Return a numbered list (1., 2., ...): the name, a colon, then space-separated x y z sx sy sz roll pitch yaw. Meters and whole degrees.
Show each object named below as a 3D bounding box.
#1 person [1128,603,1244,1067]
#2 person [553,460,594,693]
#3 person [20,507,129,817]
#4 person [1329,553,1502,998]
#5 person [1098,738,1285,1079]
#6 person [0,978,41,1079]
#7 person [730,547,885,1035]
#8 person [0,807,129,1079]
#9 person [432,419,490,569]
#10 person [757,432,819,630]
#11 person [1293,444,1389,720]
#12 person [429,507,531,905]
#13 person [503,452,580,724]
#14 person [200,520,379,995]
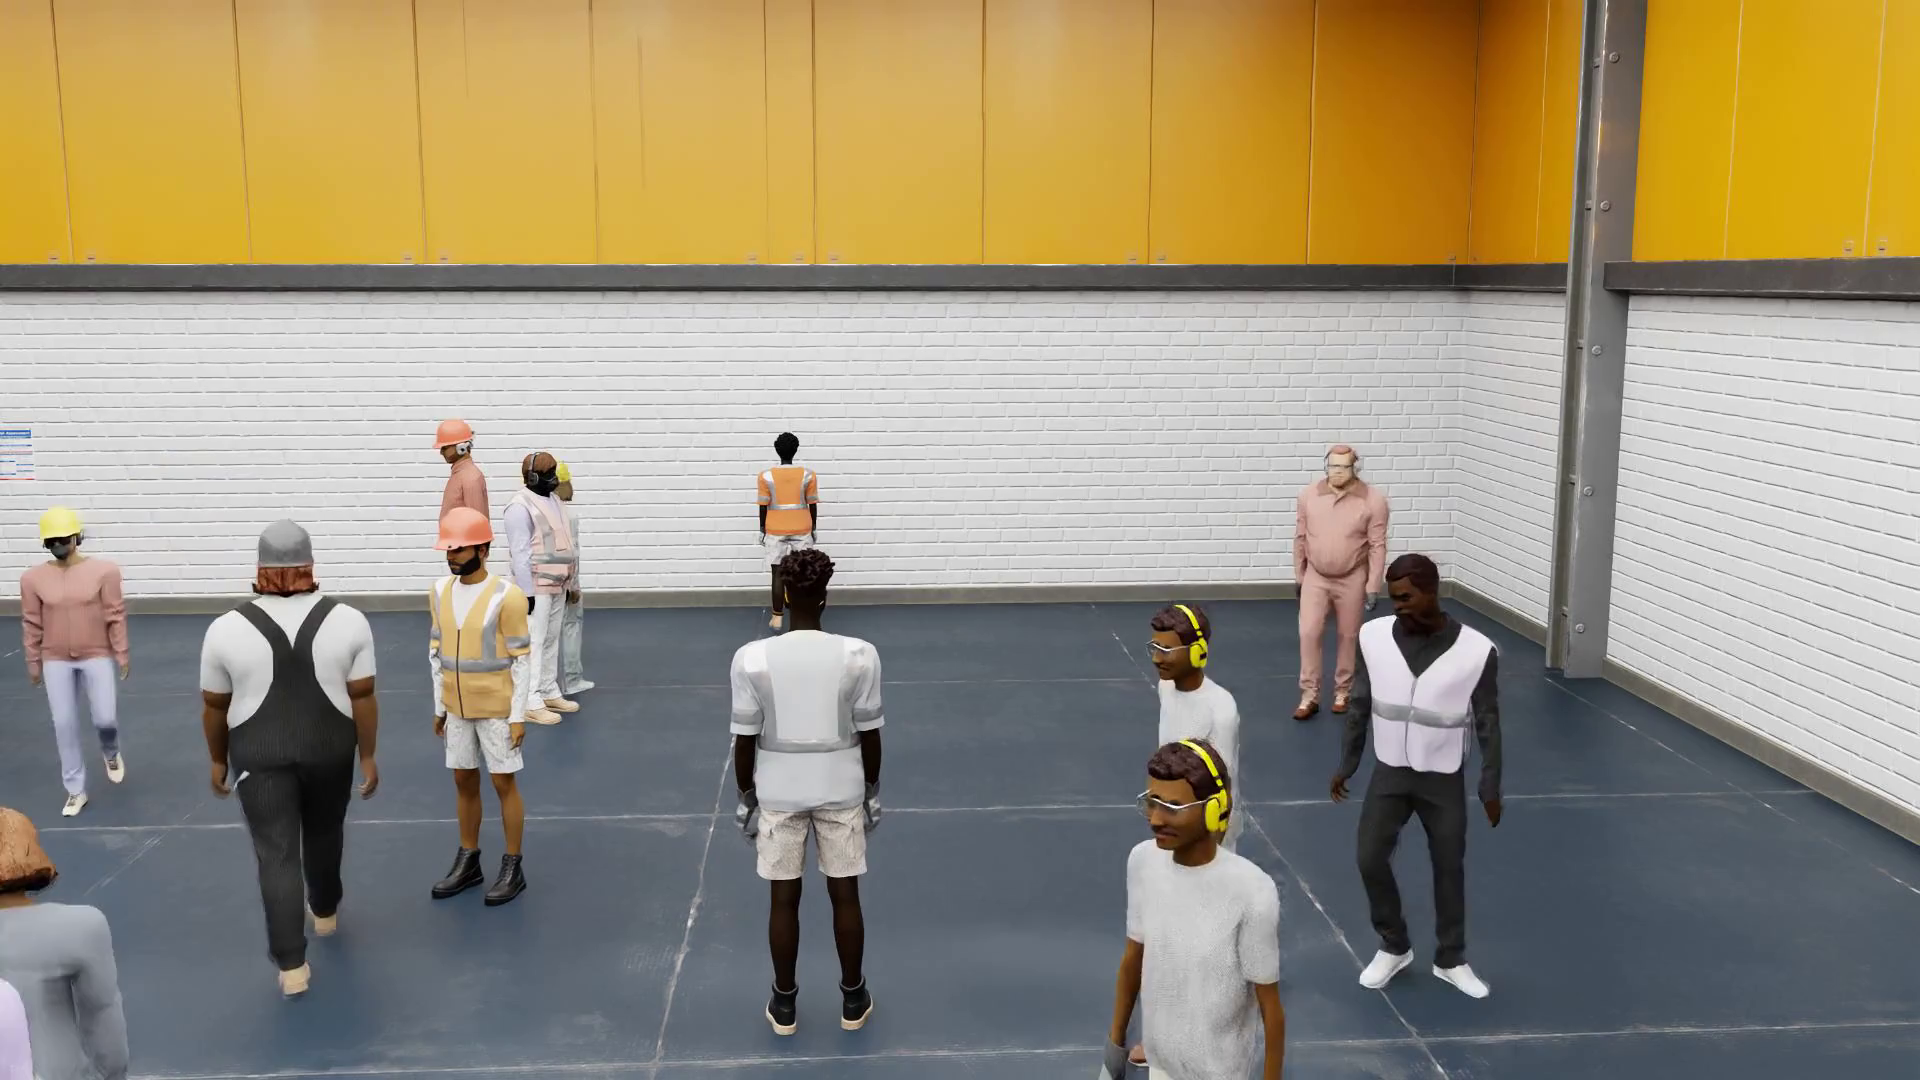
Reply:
1. person: 0.848 1.133 6.240 0.608 1.837 0.605 -4 10 -22
2. person: -2.941 0.295 11.854 0.485 1.724 0.719 5 10 28
3. person: -5.017 0.662 9.462 0.537 1.749 0.489 -3 9 -17
4. person: 1.918 0.984 7.007 0.700 1.888 0.450 5 10 28
5. person: 0.588 1.423 4.374 0.398 1.853 0.554 -7 11 -36
6. person: -2.226 1.524 3.638 0.693 1.884 0.465 3 9 16
7. person: -0.603 1.003 6.648 0.607 1.966 0.374 -1 9 -4
8. person: -2.547 1.515 4.508 0.544 1.609 0.492 -4 10 -25
9. person: -3.666 0.094 12.288 0.386 1.989 0.608 -5 10 -27
10. person: -1.471 -0.072 14.242 0.537 1.695 0.320 -2 9 -11
11. person: 2.546 0.296 11.321 0.663 1.879 0.782 4 10 25
12. person: -2.331 0.799 8.025 0.547 1.938 0.379 4 10 22
13. person: -2.835 0.316 11.356 0.429 1.845 0.621 2 9 11
14. person: -2.923 0.867 7.274 0.692 2.000 1.007 -4 10 -24
